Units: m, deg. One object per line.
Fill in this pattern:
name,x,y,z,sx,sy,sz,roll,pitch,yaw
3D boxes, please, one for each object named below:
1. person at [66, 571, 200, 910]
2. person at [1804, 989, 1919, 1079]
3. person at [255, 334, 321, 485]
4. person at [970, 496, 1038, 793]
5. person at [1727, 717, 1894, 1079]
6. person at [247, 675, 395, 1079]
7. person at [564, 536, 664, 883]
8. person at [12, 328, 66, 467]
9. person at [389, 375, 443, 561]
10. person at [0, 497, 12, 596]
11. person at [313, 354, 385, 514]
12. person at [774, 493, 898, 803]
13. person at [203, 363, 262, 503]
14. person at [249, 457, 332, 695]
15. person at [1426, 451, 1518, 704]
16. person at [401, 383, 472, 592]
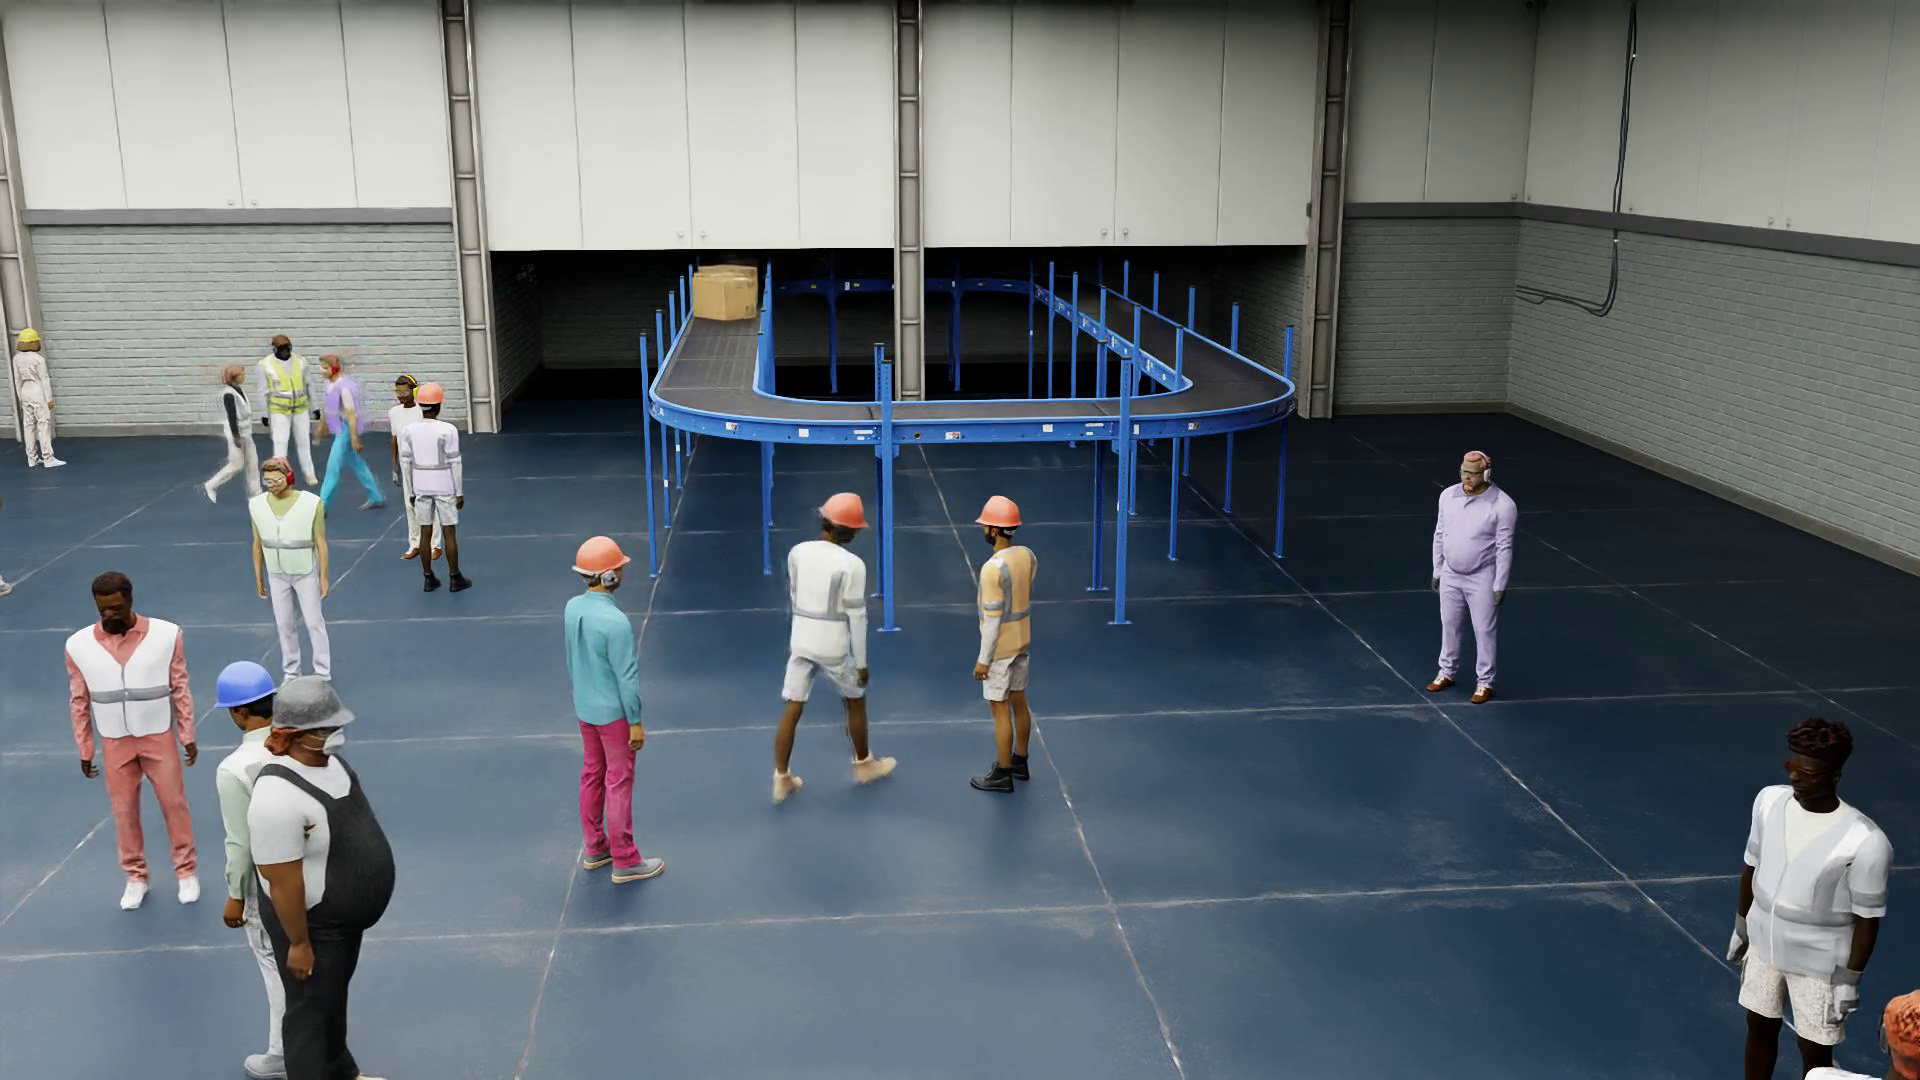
person,-4.512,1.077,9.121,0.603,1.906,0.387,-5,15,-18
person,2.652,2.169,4.793,0.346,1.882,0.578,-11,18,-36
person,-7.964,-1.529,19.728,0.657,1.828,0.430,-13,19,-42
person,0.265,0.668,10.688,0.362,1.939,0.542,8,16,31
person,3.376,1.648,6.712,0.365,1.965,0.608,-7,16,-26
person,-2.652,1.535,7.011,0.536,2.000,0.683,-1,14,-4
person,-1.988,0.954,9.425,0.376,1.997,0.612,-13,19,-43
person,-11.604,-1.786,20.902,0.493,1.743,0.296,4,15,16
person,-5.353,-0.705,16.354,0.502,1.861,0.328,3,14,10
person,-8.994,-0.443,15.017,0.624,1.992,0.390,-3,14,-13
person,-6.842,-1.150,18.267,0.985,1.791,0.590,-9,17,-32
person,-0.809,0.677,10.597,0.634,1.977,0.869,8,16,30
person,-8.196,-1.188,18.755,0.632,1.616,0.515,-1,14,-4
person,-5.020,0.265,12.521,0.573,1.833,0.397,1,14,3
person,3.787,0.268,12.385,0.395,1.898,0.642,-12,19,-41
person,-4.814,-0.477,15.270,0.547,1.939,0.376,2,14,8
